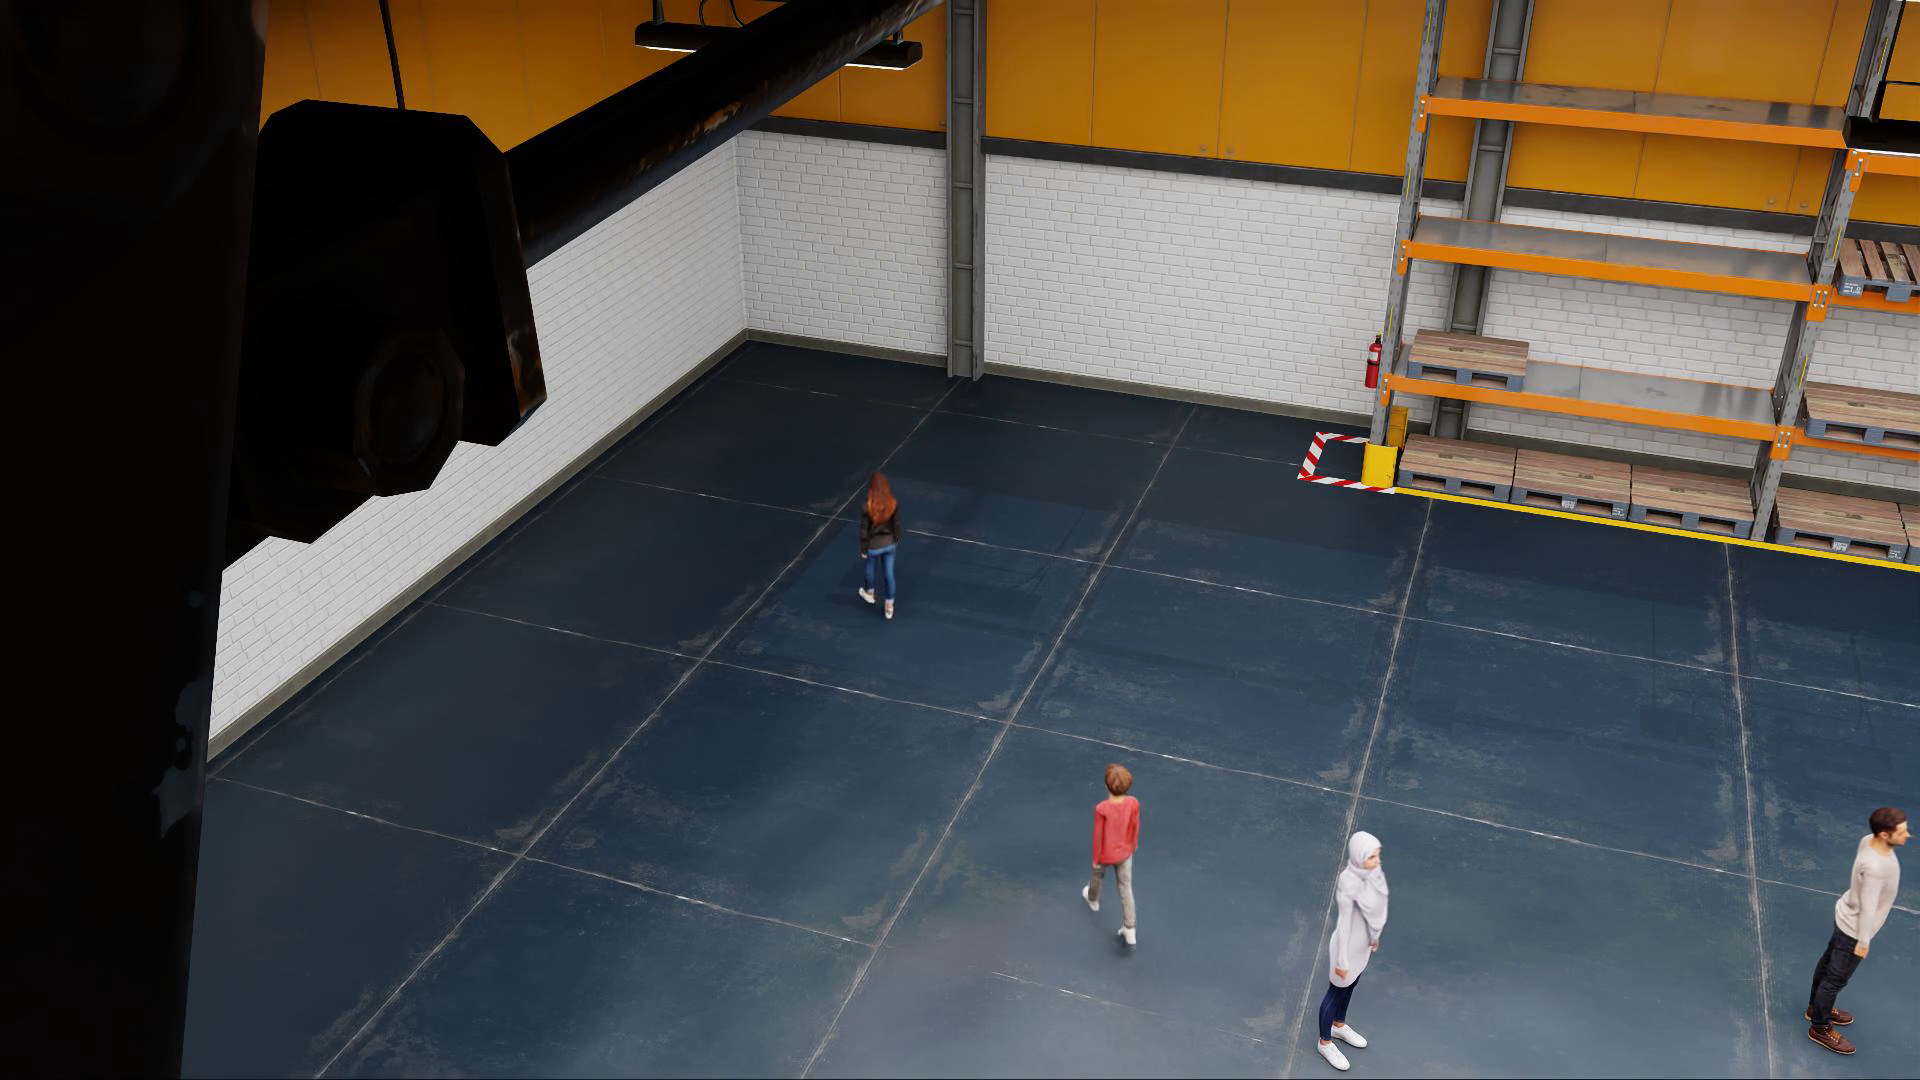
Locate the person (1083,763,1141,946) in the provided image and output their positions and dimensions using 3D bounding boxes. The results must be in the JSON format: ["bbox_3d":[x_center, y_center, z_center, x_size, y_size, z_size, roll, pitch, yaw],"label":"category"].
[{"bbox_3d":[1.127,2.253,11.846,0.951,1.391,0.948,-8,30,-15],"label":"person"}]

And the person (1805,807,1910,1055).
[{"bbox_3d":[5.860,2.505,10.885,0.582,1.868,0.658,12,31,21],"label":"person"}]

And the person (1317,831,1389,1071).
[{"bbox_3d":[2.532,2.622,10.768,0.650,1.776,0.678,23,36,35],"label":"person"}]

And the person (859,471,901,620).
[{"bbox_3d":[-0.733,0.073,15.771,0.832,1.460,0.879,-10,30,-18],"label":"person"}]
